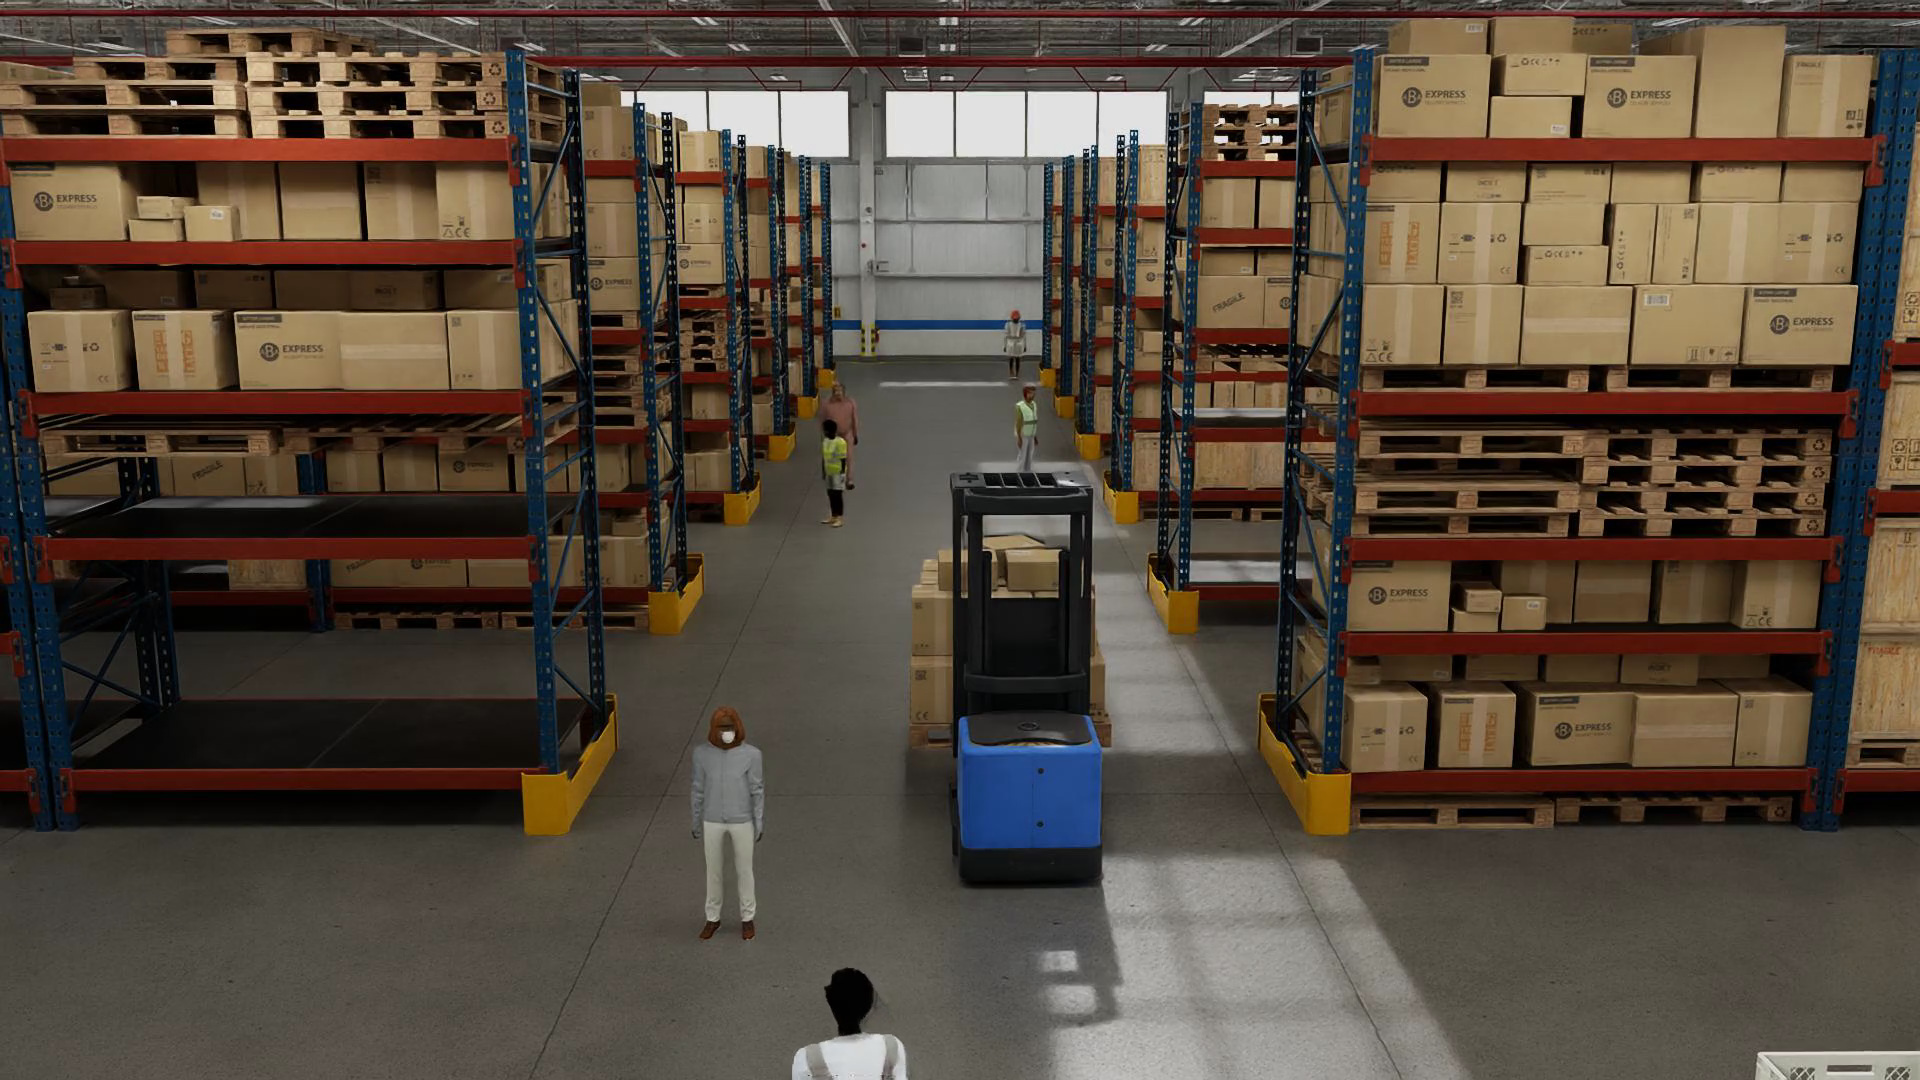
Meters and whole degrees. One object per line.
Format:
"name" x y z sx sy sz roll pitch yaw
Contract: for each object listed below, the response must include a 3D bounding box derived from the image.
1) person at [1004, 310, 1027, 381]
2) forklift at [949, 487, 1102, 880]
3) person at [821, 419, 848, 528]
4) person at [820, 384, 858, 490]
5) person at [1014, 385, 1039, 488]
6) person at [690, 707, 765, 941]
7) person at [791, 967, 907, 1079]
"person" 1.576 -5.504 47.141 0.639 2.008 0.865 0 11 0
"forklift" 0.495 0.986 12.813 1.129 2.768 1.873 0 11 -2
"person" -1.959 -1.041 25.840 0.567 1.686 0.344 10 15 42
"person" -2.108 -1.804 29.171 0.684 1.857 0.956 -2 12 -10
"person" 1.163 -1.805 29.211 0.390 1.849 0.563 8 14 34
"person" -1.577 1.918 11.290 0.507 1.636 0.272 1 11 3
"person" -0.500 2.699 7.388 0.538 1.645 0.876 -6 13 -27
